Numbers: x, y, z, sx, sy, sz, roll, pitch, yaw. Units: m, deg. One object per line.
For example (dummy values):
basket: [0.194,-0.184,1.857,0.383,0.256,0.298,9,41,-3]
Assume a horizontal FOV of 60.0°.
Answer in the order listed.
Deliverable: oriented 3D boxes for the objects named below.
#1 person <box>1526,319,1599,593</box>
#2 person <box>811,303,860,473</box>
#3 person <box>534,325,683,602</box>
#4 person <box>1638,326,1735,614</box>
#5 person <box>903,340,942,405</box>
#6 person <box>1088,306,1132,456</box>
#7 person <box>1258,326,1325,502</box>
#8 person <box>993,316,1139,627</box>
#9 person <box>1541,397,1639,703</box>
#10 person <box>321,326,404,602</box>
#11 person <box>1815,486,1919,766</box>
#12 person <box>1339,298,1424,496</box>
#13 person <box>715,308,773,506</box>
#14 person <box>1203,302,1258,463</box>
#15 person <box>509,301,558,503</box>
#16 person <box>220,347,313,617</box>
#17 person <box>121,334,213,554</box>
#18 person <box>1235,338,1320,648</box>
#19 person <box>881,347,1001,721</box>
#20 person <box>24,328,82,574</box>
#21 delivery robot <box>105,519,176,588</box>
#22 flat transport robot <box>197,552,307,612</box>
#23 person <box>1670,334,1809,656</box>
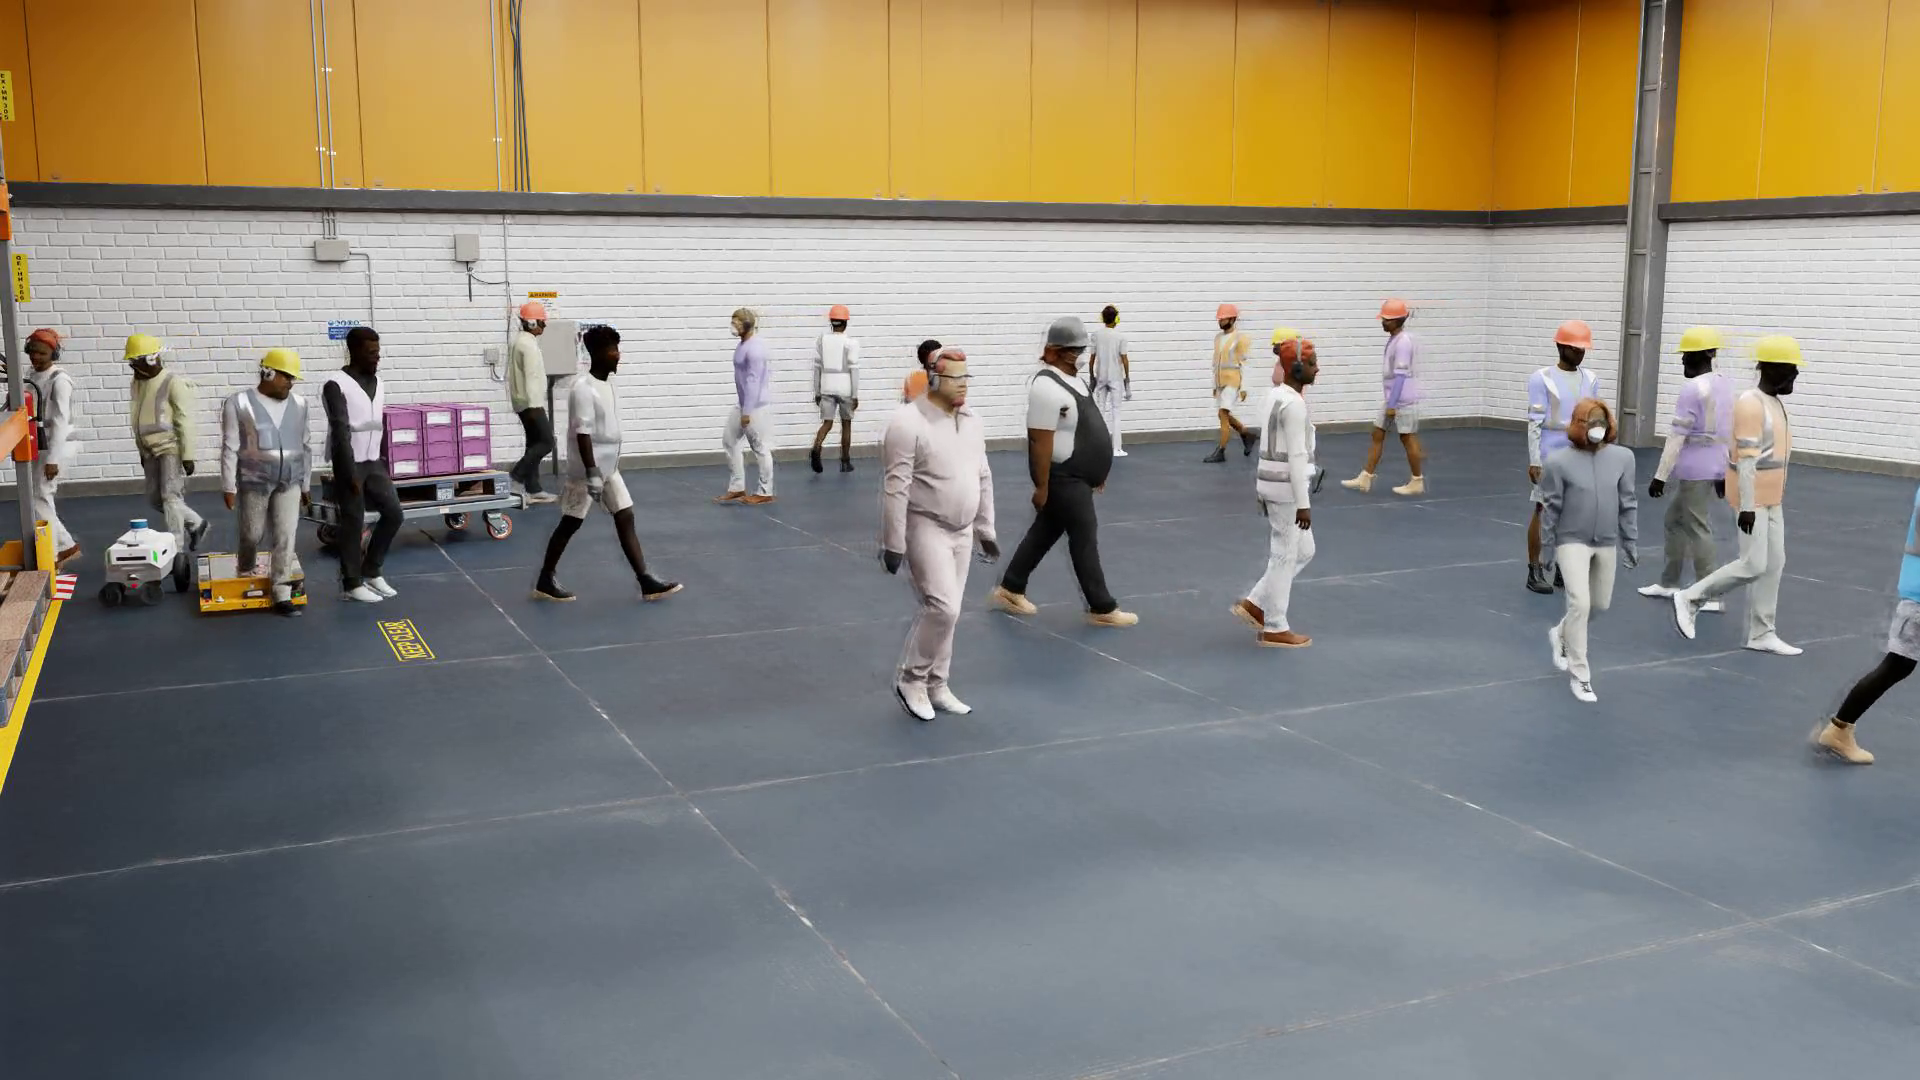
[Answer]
person: [4.268,-0.588,11.758,0.544,1.936,0.359,-3,10,-18]
person: [-1.408,-1.677,18.581,0.554,1.920,0.768,3,10,18]
person: [-2.478,-0.506,11.354,1.036,1.910,0.627,2,9,12]
person: [4.823,-0.475,11.160,0.748,1.906,0.597,8,12,42]
person: [-0.244,-0.989,15.112,0.875,1.644,0.550,-7,11,-36]
person: [1.830,-1.933,20.413,0.610,1.859,0.417,5,10,27]
person: [3.287,-1.232,16.368,0.632,1.744,0.531,-1,9,-7]
person: [0.650,-0.477,10.743,1.002,2.000,0.677,2,9,14]
person: [3.364,0.016,9.009,0.500,1.612,0.712,-1,9,-6]
person: [-4.093,-0.505,11.361,0.477,1.896,0.582,3,10,19]
person: [4.354,0.240,7.481,0.855,1.658,0.540,5,11,30]
person: [4.284,-1.422,16.733,0.962,1.996,0.636,1,9,4]
person: [-2.127,-1.268,16.020,0.701,1.916,0.662,-3,10,-21]
person: [3.267,-1.884,19.899,0.826,1.915,0.553,-6,11,-31]
person: [-4.176,-1.325,16.176,0.465,1.976,0.638,-4,10,-23]
person: [-4.635,-0.403,11.108,0.615,1.773,0.812,-8,12,-42]
person: [-6.148,-0.710,12.943,0.636,1.799,0.609,6,11,32]
person: [1.973,-0.270,9.969,0.413,1.869,0.588,1,9,4]
person: [-0.088,-0.023,8.407,0.437,1.890,0.664,7,11,35]
person: [-6.813,-0.643,12.353,0.603,1.852,0.444,8,12,41]
delivery robot: [-5.644,0.101,11.466,0.477,0.478,0.707,-3,9,-16]
flat transport robot: [-4.957,0.266,11.609,0.652,0.197,1.431,-4,10,-24]
person: [4.674,-0.268,9.868,0.642,1.905,0.602,9,13,43]
